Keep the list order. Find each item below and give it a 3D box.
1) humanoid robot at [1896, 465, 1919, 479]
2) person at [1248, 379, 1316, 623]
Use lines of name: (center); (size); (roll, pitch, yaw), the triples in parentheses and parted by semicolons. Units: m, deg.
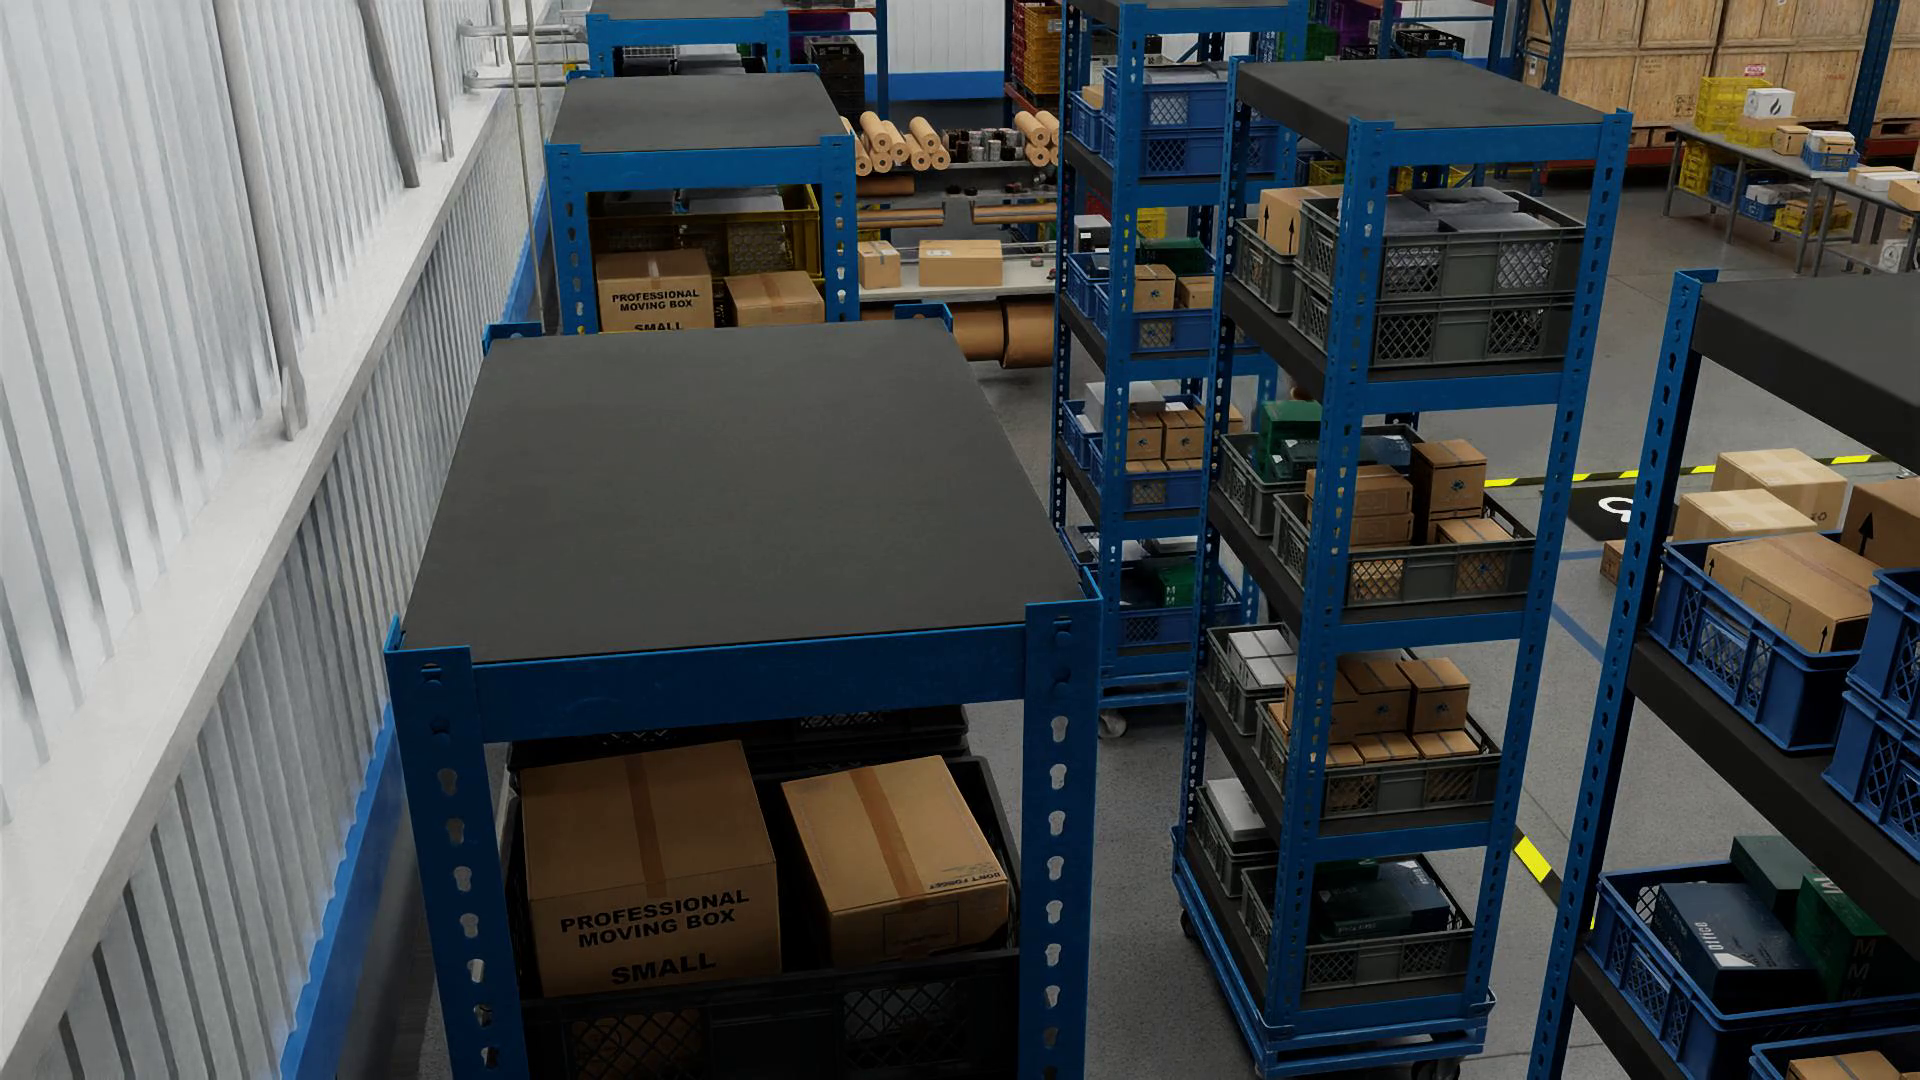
humanoid robot: (6.425, -1.144, 10.868); (0.735, 1.677, 0.533); (-11, 27, -22)
person: (1.804, -0.245, 8.972); (0.599, 1.829, 0.744); (-2, 25, -5)
